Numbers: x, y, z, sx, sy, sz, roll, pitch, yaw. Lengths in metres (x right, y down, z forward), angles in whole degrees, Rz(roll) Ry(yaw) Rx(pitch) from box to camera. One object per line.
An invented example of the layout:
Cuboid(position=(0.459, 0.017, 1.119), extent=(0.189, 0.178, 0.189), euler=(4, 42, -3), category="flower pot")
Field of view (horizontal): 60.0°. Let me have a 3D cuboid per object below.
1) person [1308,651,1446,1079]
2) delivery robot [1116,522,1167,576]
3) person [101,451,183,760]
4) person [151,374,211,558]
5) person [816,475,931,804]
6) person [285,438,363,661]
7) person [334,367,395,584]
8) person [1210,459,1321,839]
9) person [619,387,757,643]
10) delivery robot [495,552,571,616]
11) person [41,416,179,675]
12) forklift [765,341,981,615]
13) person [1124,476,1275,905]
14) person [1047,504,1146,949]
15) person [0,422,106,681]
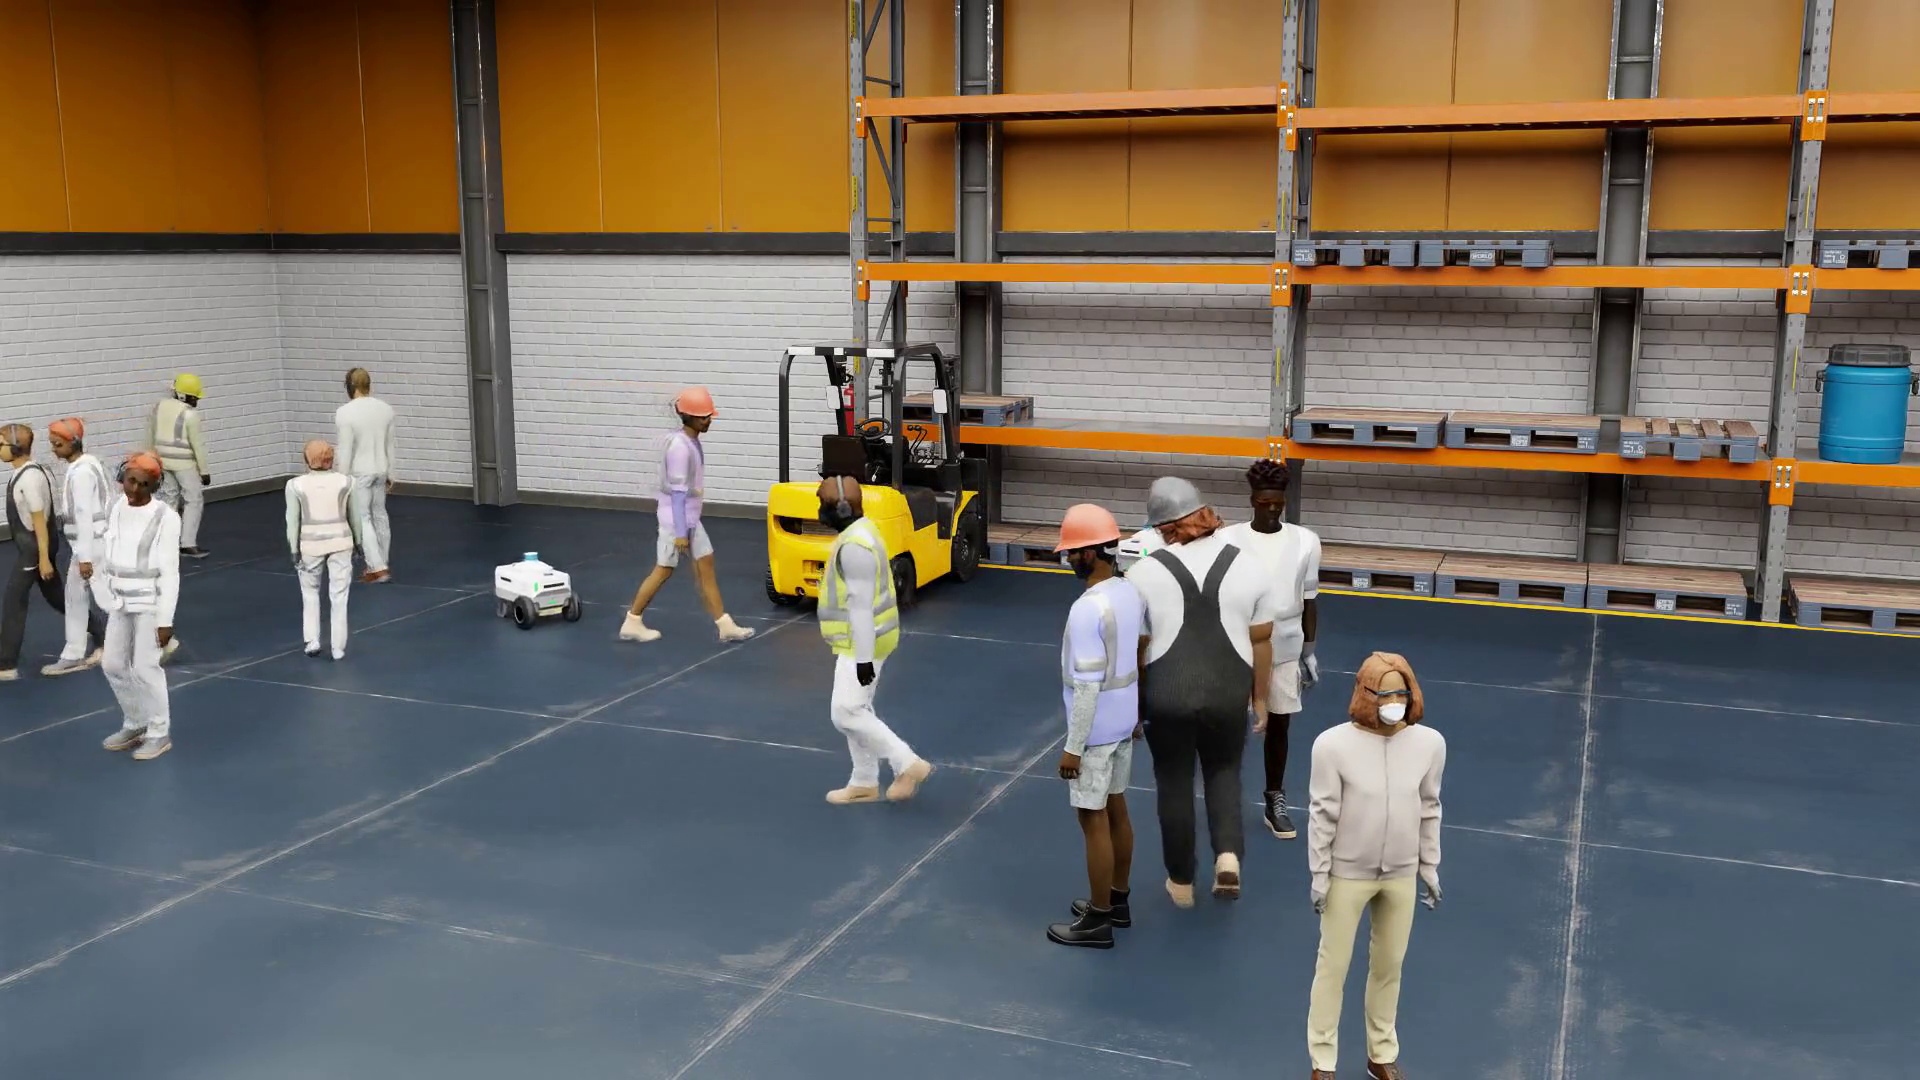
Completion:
Cuboid(position=(1.458, 1.185, 5.848), extent=(0.501, 1.633, 0.286), euler=(-2, 10, -10), category="person")
Cuboid(position=(1.681, 0.081, 14.746), extent=(0.477, 0.478, 0.707), euler=(7, 12, 35), category="delivery robot")
Cuboid(position=(-4.778, 0.388, 9.720), extent=(0.672, 1.835, 0.338), euler=(5, 11, 26), category="person")
Cuboid(position=(-7.558, -0.723, 16.095), extent=(0.697, 1.783, 0.407), euler=(5, 11, 24), category="person")
Cuboid(position=(-0.496, 0.556, 8.850), extent=(0.529, 1.821, 0.669), euler=(-1, 10, -4), category="person")
Cuboid(position=(-4.617, 0.063, 12.120), extent=(0.522, 1.625, 0.490), euler=(-4, 11, -22), category="person")
Cuboid(position=(-5.295, -0.574, 14.831), extent=(0.410, 1.943, 0.638), euler=(5, 11, 26), category="person")
Cuboid(position=(1.527, 0.556, 8.433), extent=(0.613, 1.962, 0.367), euler=(-1, 10, -5), category="person")
Cuboid(position=(-2.100, -0.170, 12.499), extent=(1.056, 1.974, 0.680), euler=(1, 10, 5), category="person")
Cuboid(position=(-3.420, 0.340, 13.302), extent=(0.477, 0.478, 0.707), euler=(-9, 14, -42), category="delivery robot")
Cuboid(position=(-6.036, 0.029, 11.711), extent=(0.846, 1.849, 0.599), euler=(-6, 12, -30), category="person")
Cuboid(position=(-0.739, -0.602, 14.246), extent=(1.214, 2.155, 2.313), euler=(4, 11, 21), category="forklift")
Cuboid(position=(1.057, 0.672, 7.576), extent=(0.701, 2.000, 0.565), euler=(0, 10, -1), category="person")
Cuboid(position=(0.576, 0.799, 7.181), extent=(0.367, 1.930, 0.542), euler=(5, 11, 27), category="person")
Cuboid(position=(-6.422, 0.065, 11.636), extent=(0.950, 1.809, 0.526), euler=(-6, 12, -29), category="person")
